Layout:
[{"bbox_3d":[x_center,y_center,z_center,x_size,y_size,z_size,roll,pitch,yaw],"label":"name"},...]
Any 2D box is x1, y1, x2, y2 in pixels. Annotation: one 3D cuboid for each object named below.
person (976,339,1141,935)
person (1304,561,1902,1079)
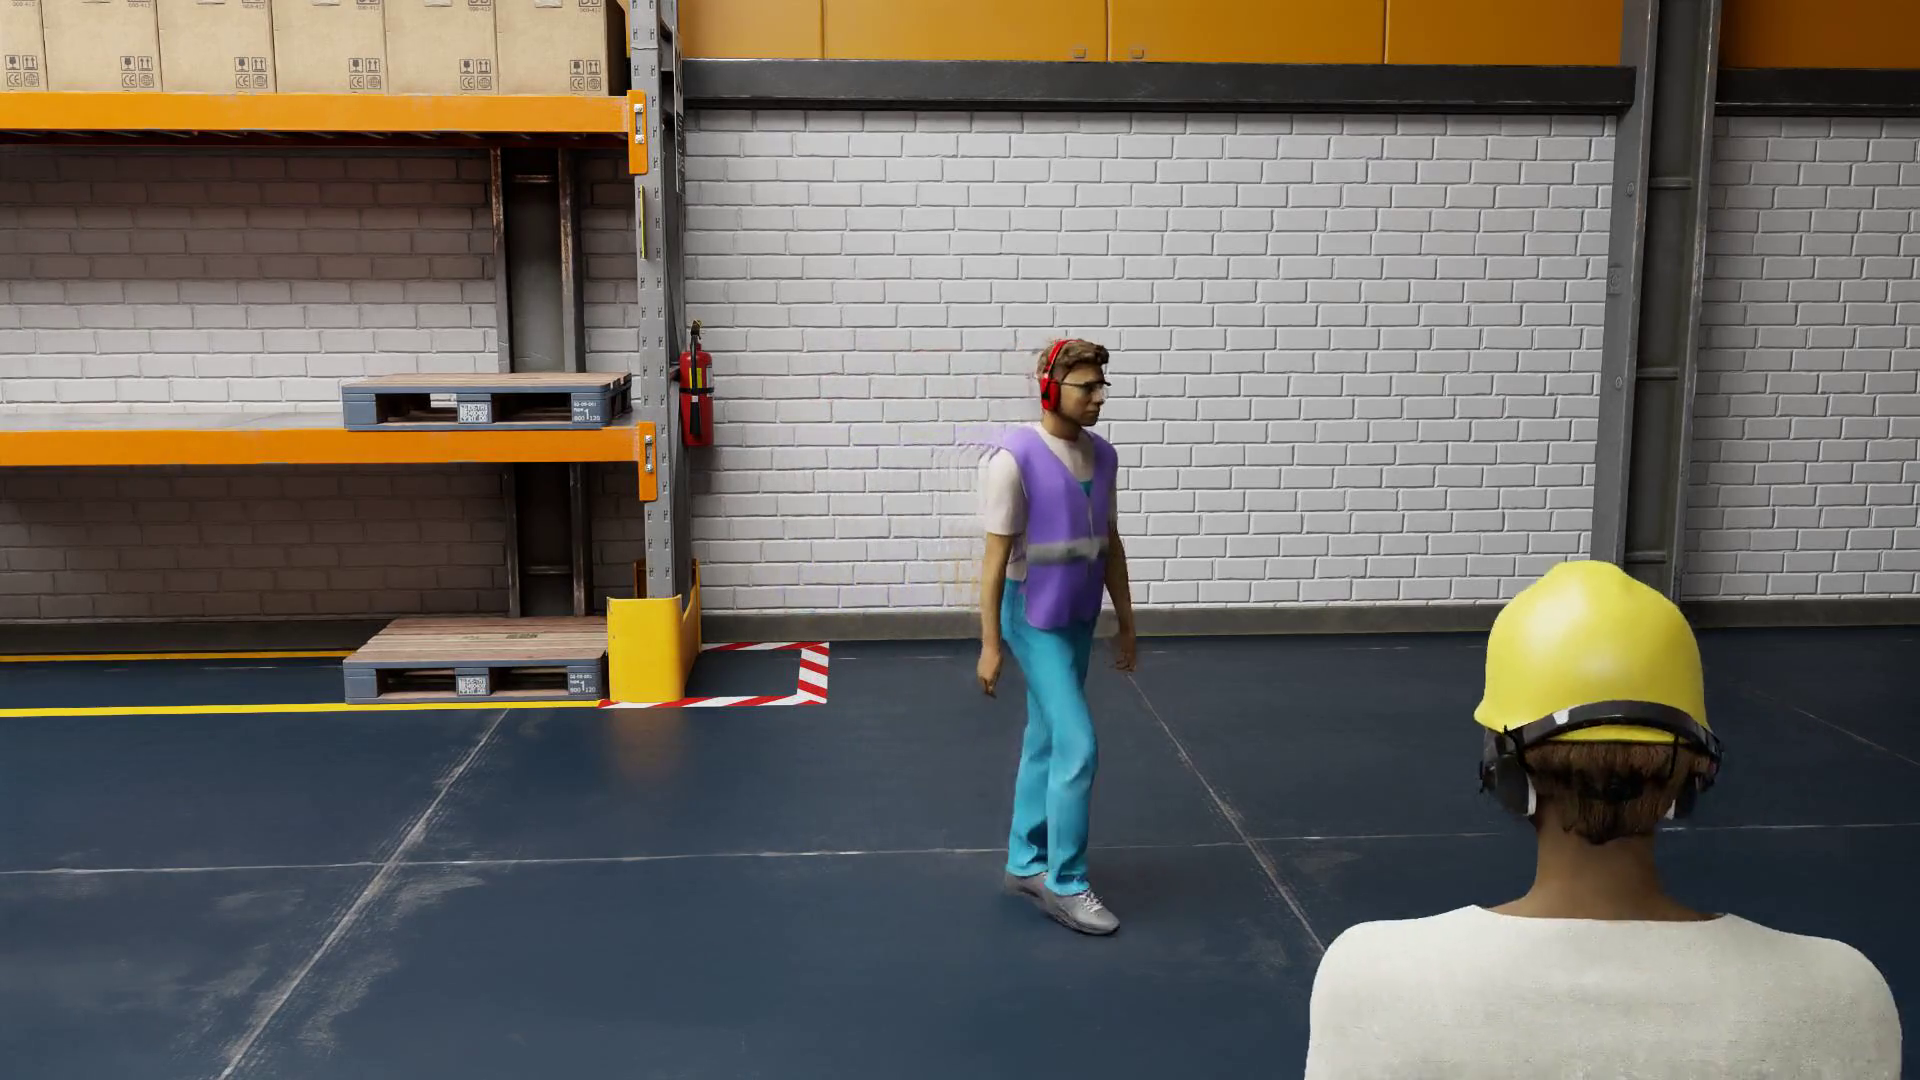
[{"bbox_3d":[0.377,0.296,5.161,0.669,1.822,0.605,7,11,37],"label":"person"},{"bbox_3d":[0.599,0.887,1.677,0.561,1.746,0.514,2,9,10],"label":"person"}]
